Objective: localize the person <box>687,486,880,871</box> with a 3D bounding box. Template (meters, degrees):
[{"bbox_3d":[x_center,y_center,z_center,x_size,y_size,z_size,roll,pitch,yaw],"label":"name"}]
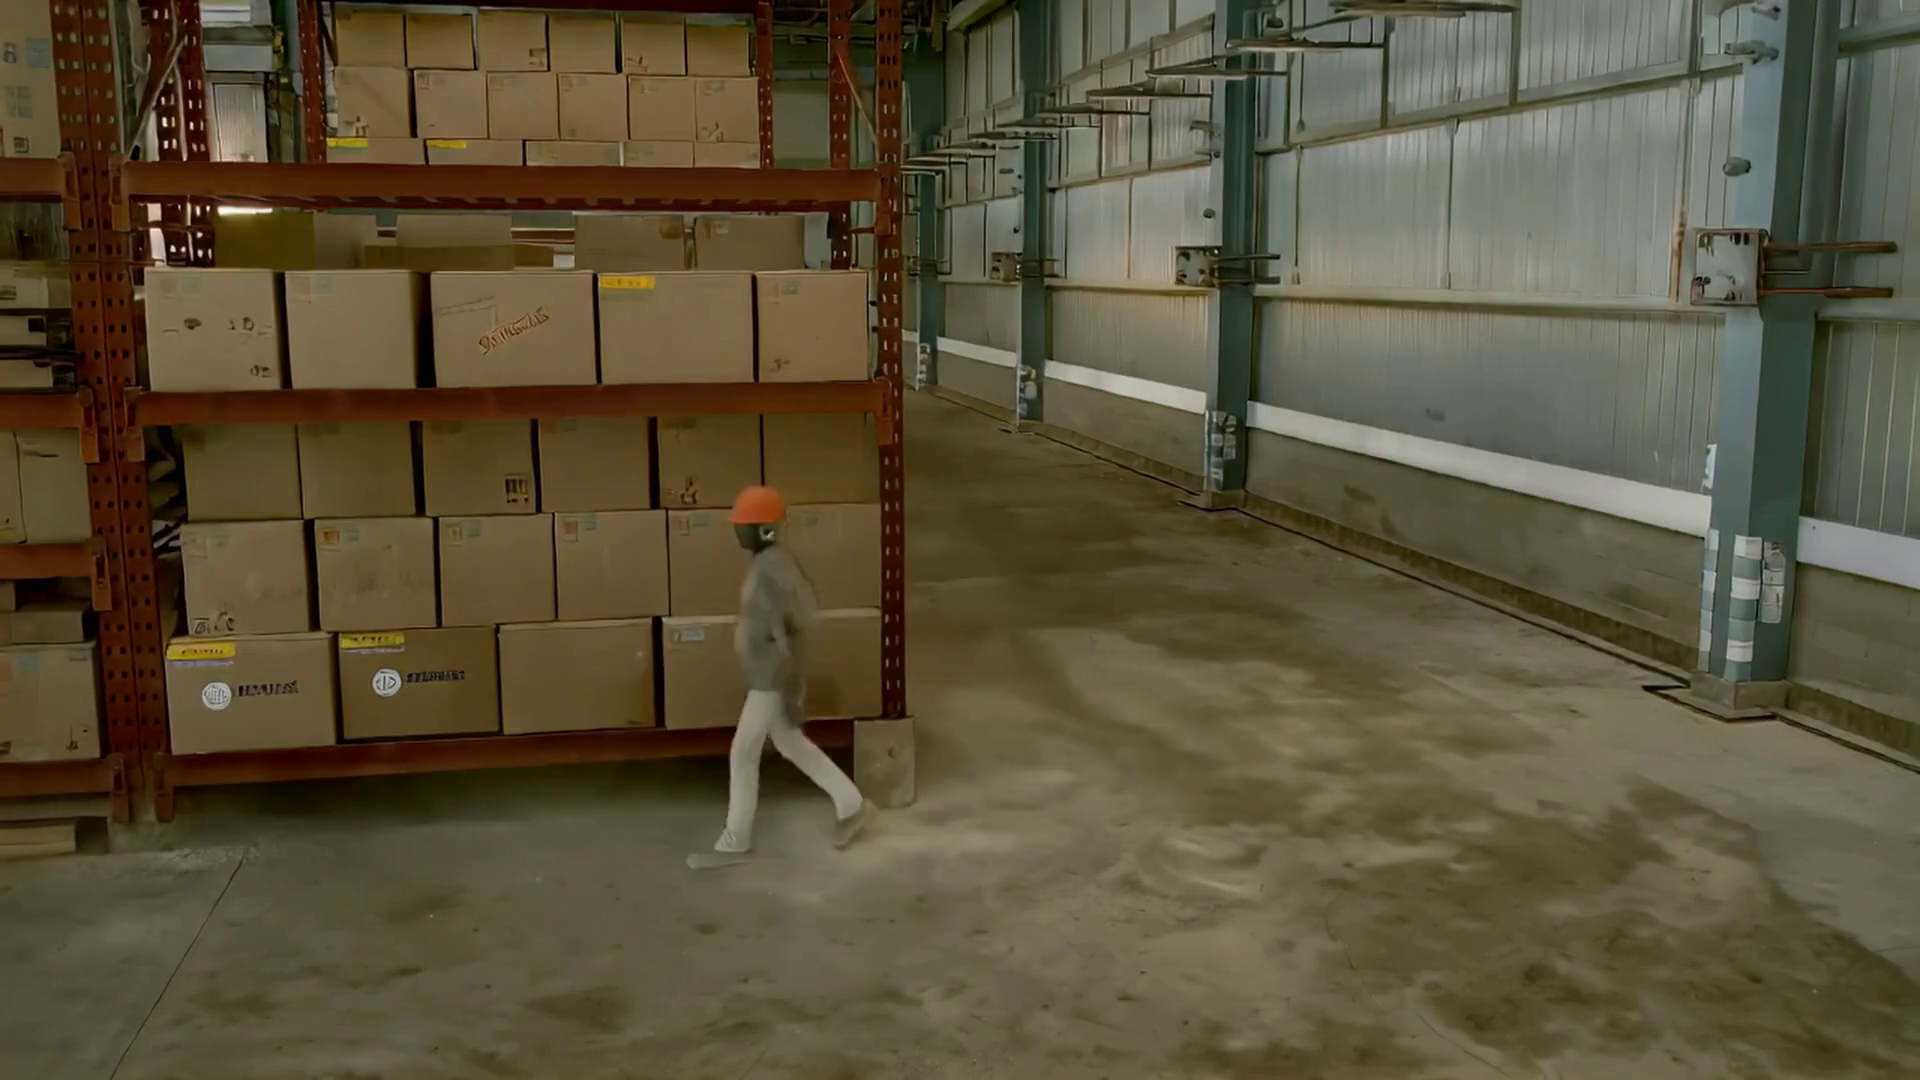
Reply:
[{"bbox_3d":[-0.879,0.685,8.445,0.971,1.965,0.637,-2,10,-13],"label":"person"}]
